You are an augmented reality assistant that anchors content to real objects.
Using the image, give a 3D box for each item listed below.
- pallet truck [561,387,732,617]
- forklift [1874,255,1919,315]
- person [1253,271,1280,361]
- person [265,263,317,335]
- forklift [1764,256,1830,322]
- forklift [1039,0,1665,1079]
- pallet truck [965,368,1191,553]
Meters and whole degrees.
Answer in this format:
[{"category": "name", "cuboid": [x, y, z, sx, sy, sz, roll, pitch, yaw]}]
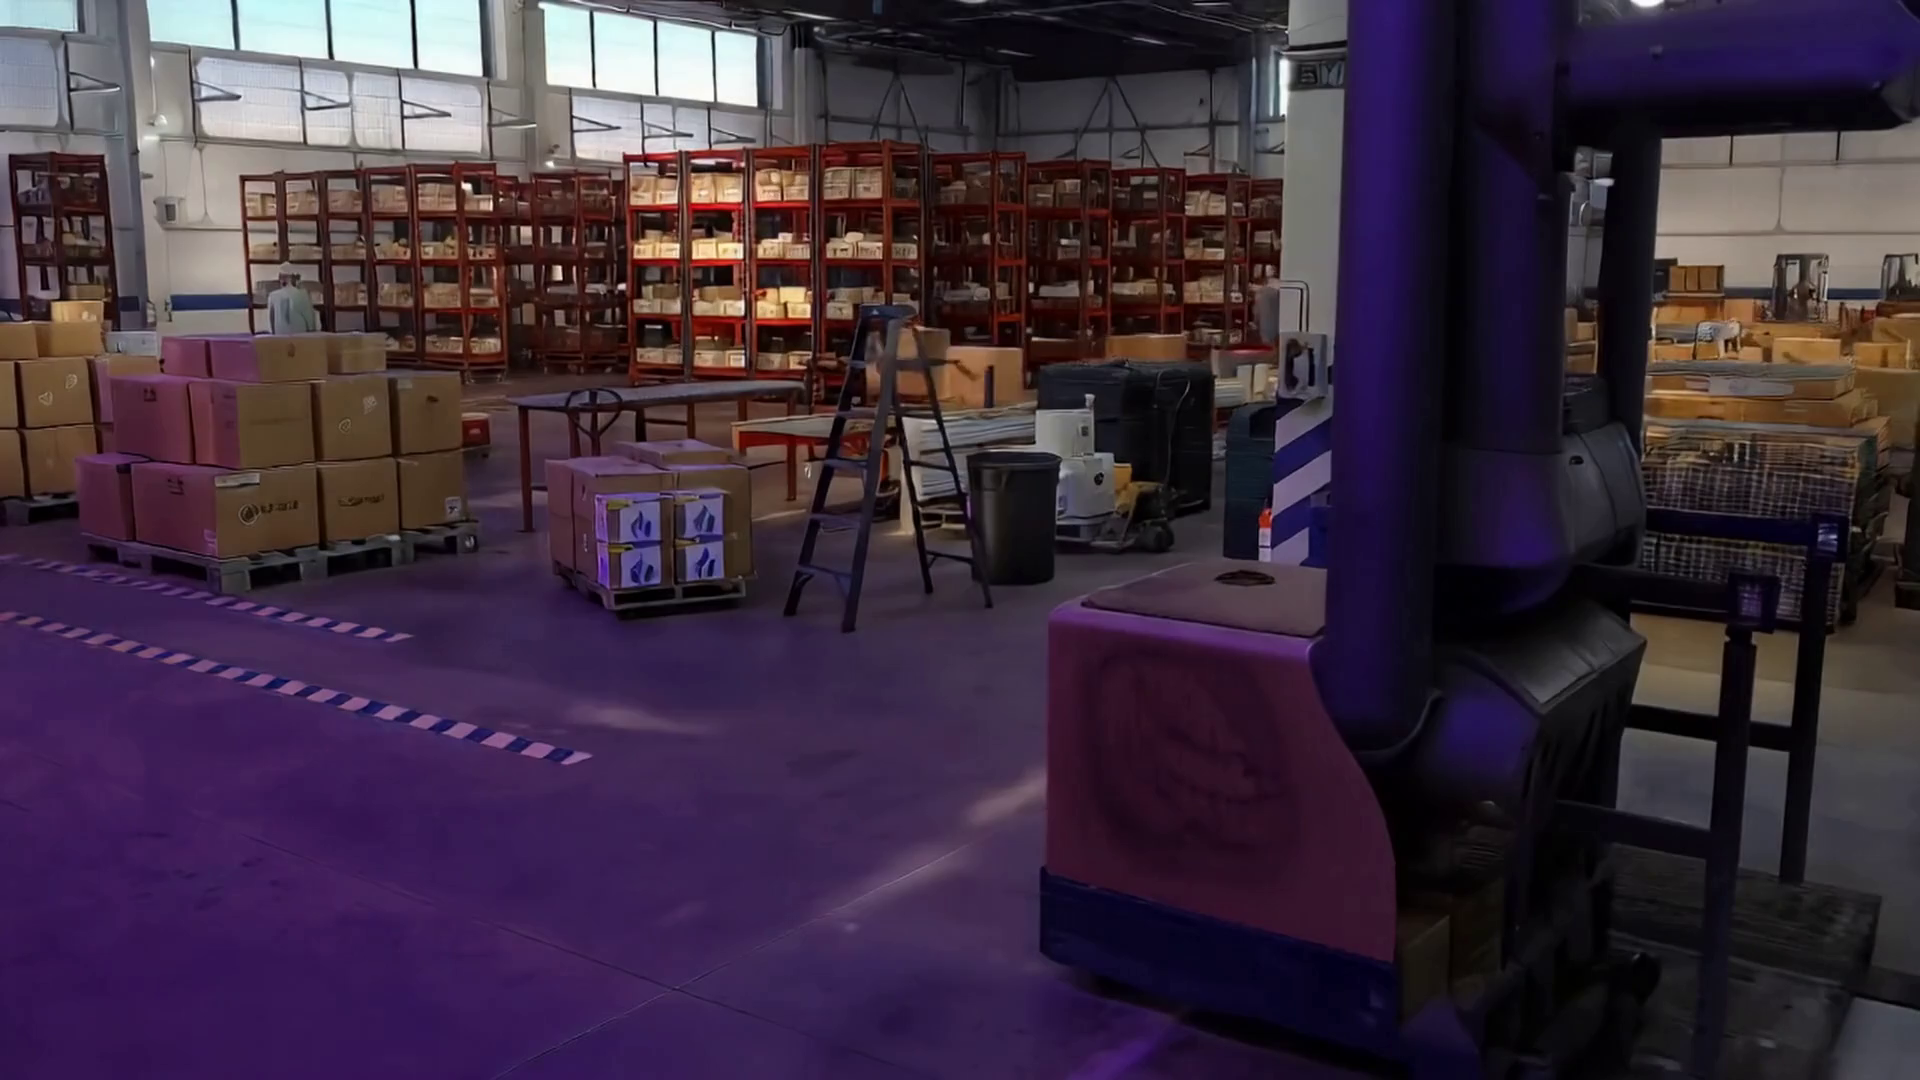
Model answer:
[{"category": "pallet truck", "cuboid": [-1.981, -0.274, 10.088, 0.680, 1.201, 1.601, -5, 11, -28]}, {"category": "forklift", "cuboid": [22.089, -5.634, 38.796, 1.157, 1.987, 2.680, 6, 11, 33]}, {"category": "person", "cuboid": [5.038, -3.395, 26.801, 0.985, 1.867, 0.636, -8, 13, -41]}, {"category": "person", "cuboid": [-8.544, -2.541, 21.302, 0.608, 1.996, 0.381, -1, 10, -7]}, {"category": "forklift", "cuboid": [20.253, -5.854, 40.139, 1.157, 1.987, 2.680, 7, 12, 35]}, {"category": "forklift", "cuboid": [1.249, -0.137, 4.360, 1.873, 2.768, 1.129, 7, 12, 35]}, {"category": "pallet truck", "cuboid": [0.845, -0.609, 11.869, 1.630, 1.274, 0.653, 7, 12, 35]}]
